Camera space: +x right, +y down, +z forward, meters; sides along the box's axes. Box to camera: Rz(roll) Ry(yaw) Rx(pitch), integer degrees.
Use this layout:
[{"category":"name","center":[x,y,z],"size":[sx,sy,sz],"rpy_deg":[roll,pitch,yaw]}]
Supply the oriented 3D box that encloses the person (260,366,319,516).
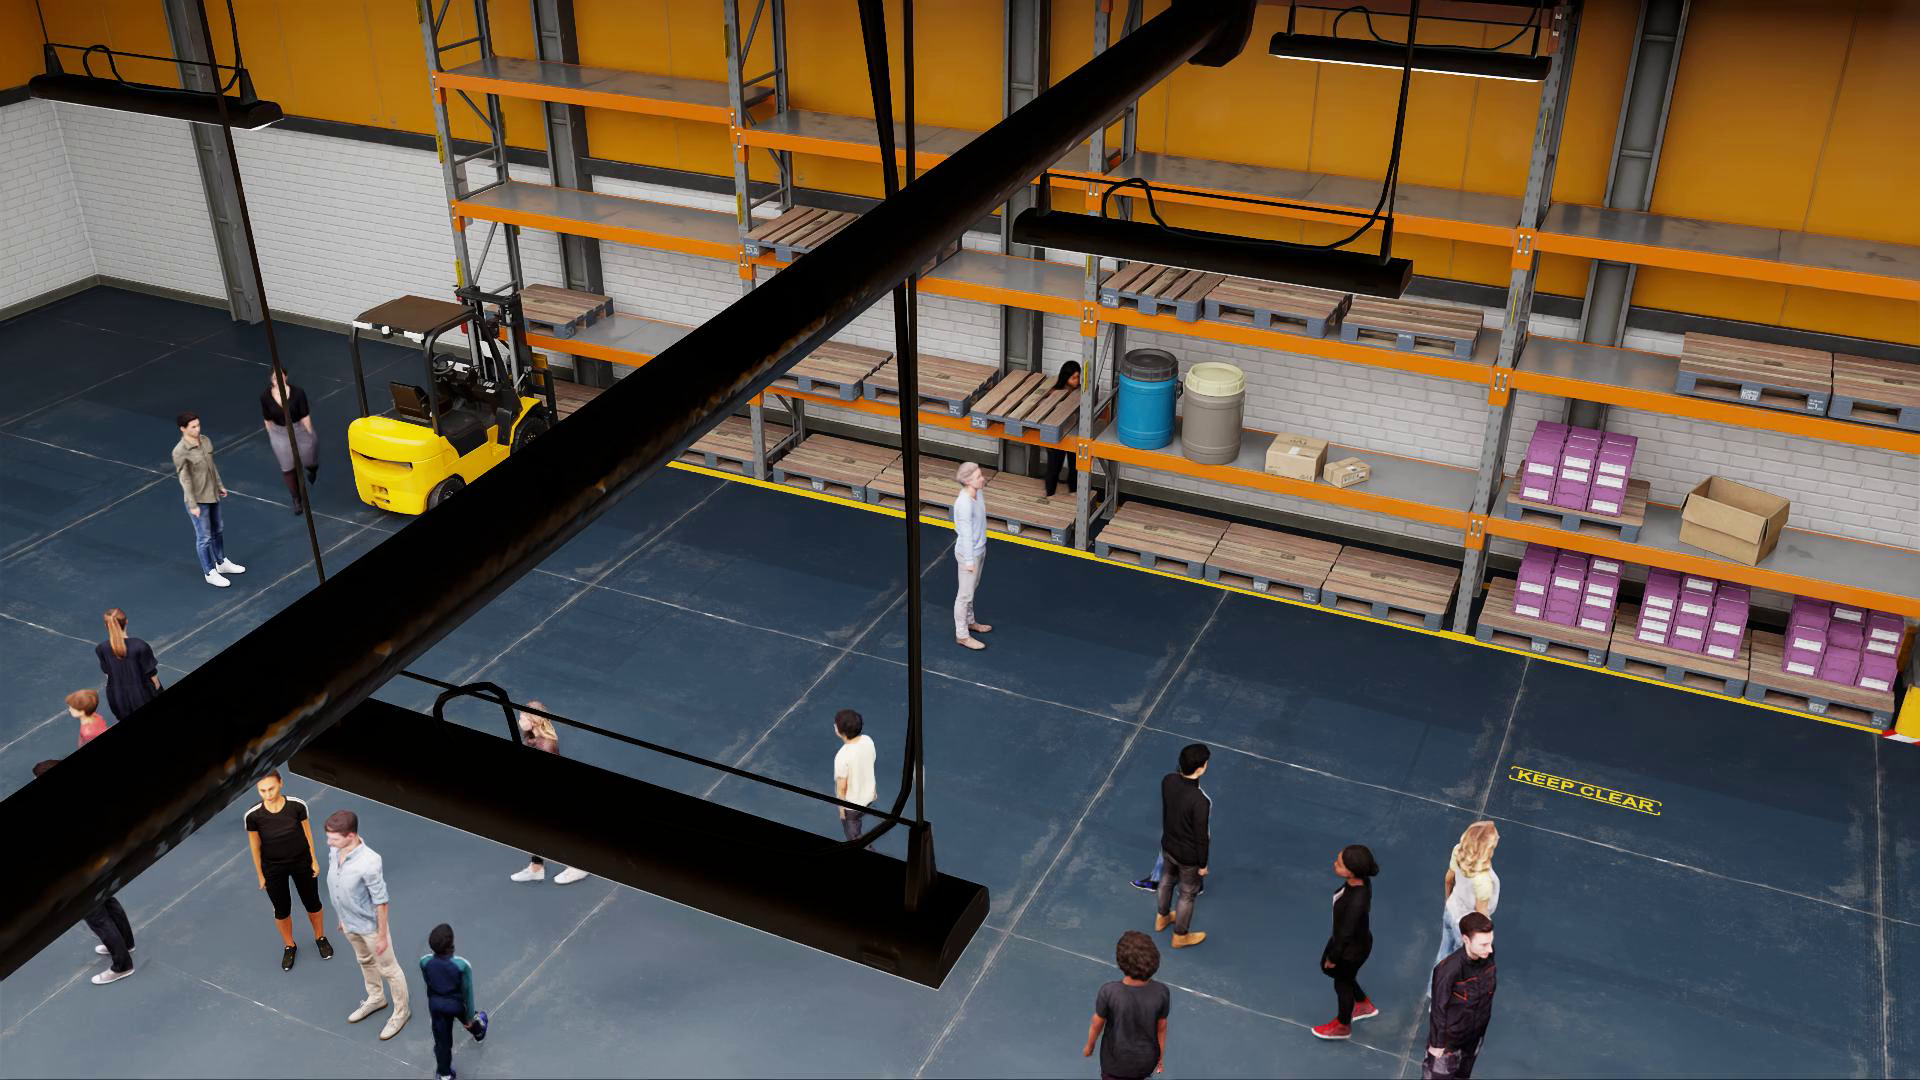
[{"category":"person","center":[-7.348,-1.157,18.364],"size":[0.986,1.735,1.020],"rpy_deg":[-6,29,-11]}]

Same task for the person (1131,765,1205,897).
[{"category":"person","center":[1.776,2.217,12.700],"size":[0.823,1.236,0.756],"rpy_deg":[-9,30,-15]}]

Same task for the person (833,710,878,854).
[{"category":"person","center":[-0.734,2.019,12.723],"size":[1.008,1.563,0.692],"rpy_deg":[18,33,29]}]

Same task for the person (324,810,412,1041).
[{"category":"person","center":[-4.070,2.589,11.381],"size":[0.536,1.847,0.739],"rpy_deg":[17,33,29]}]

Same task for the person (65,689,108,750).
[{"category":"person","center":[-6.786,1.807,13.281],"size":[0.858,1.400,0.783],"rpy_deg":[-8,30,-14]}]

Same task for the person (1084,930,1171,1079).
[{"category":"person","center":[1.057,3.230,10.303],"size":[1.130,1.754,1.104],"rpy_deg":[-5,29,-10]}]

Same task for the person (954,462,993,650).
[{"category":"person","center":[0.096,0.117,15.863],"size":[0.640,1.895,0.693],"rpy_deg":[7,29,12]}]

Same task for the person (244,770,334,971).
[{"category":"person","center":[-4.866,2.338,12.026],"size":[0.665,1.669,0.713],"rpy_deg":[-12,31,-21]}]

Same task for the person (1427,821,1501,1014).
[{"category":"person","center":[3.467,2.633,11.431],"size":[0.736,1.722,0.705],"rpy_deg":[-7,29,-12]}]

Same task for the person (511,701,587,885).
[{"category":"person","center":[-3.054,1.935,12.745],"size":[0.936,1.689,0.885],"rpy_deg":[-12,31,-20]}]

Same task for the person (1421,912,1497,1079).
[{"category":"person","center":[3.113,3.085,10.403],"size":[0.774,1.912,0.750],"rpy_deg":[-21,35,-34]}]

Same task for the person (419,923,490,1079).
[{"category":"person","center":[-3.417,3.126,11.050],"size":[0.906,1.221,0.816],"rpy_deg":[-1,29,-1]}]

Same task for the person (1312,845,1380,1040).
[{"category":"person","center":[2.715,2.754,11.272],"size":[0.744,1.662,0.676],"rpy_deg":[6,29,11]}]

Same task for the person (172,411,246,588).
[{"category":"person","center":[-7.713,-0.442,16.916],"size":[0.674,1.868,0.755],"rpy_deg":[6,29,10]}]

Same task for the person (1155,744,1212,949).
[{"category":"person","center":[1.638,2.223,12.183],"size":[0.777,1.721,0.665],"rpy_deg":[-16,33,-27]}]

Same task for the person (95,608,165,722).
[{"category":"person","center":[-6.880,1.314,13.889],"size":[0.649,1.683,0.772],"rpy_deg":[-1,29,-1]}]

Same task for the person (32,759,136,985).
[{"category":"person","center":[-6.232,2.332,11.847],"size":[0.775,1.851,0.732],"rpy_deg":[-9,30,-15]}]

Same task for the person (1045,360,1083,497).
[{"category":"person","center":[1.169,-1.137,18.245],"size":[0.771,1.815,0.827],"rpy_deg":[-11,30,-19]}]
